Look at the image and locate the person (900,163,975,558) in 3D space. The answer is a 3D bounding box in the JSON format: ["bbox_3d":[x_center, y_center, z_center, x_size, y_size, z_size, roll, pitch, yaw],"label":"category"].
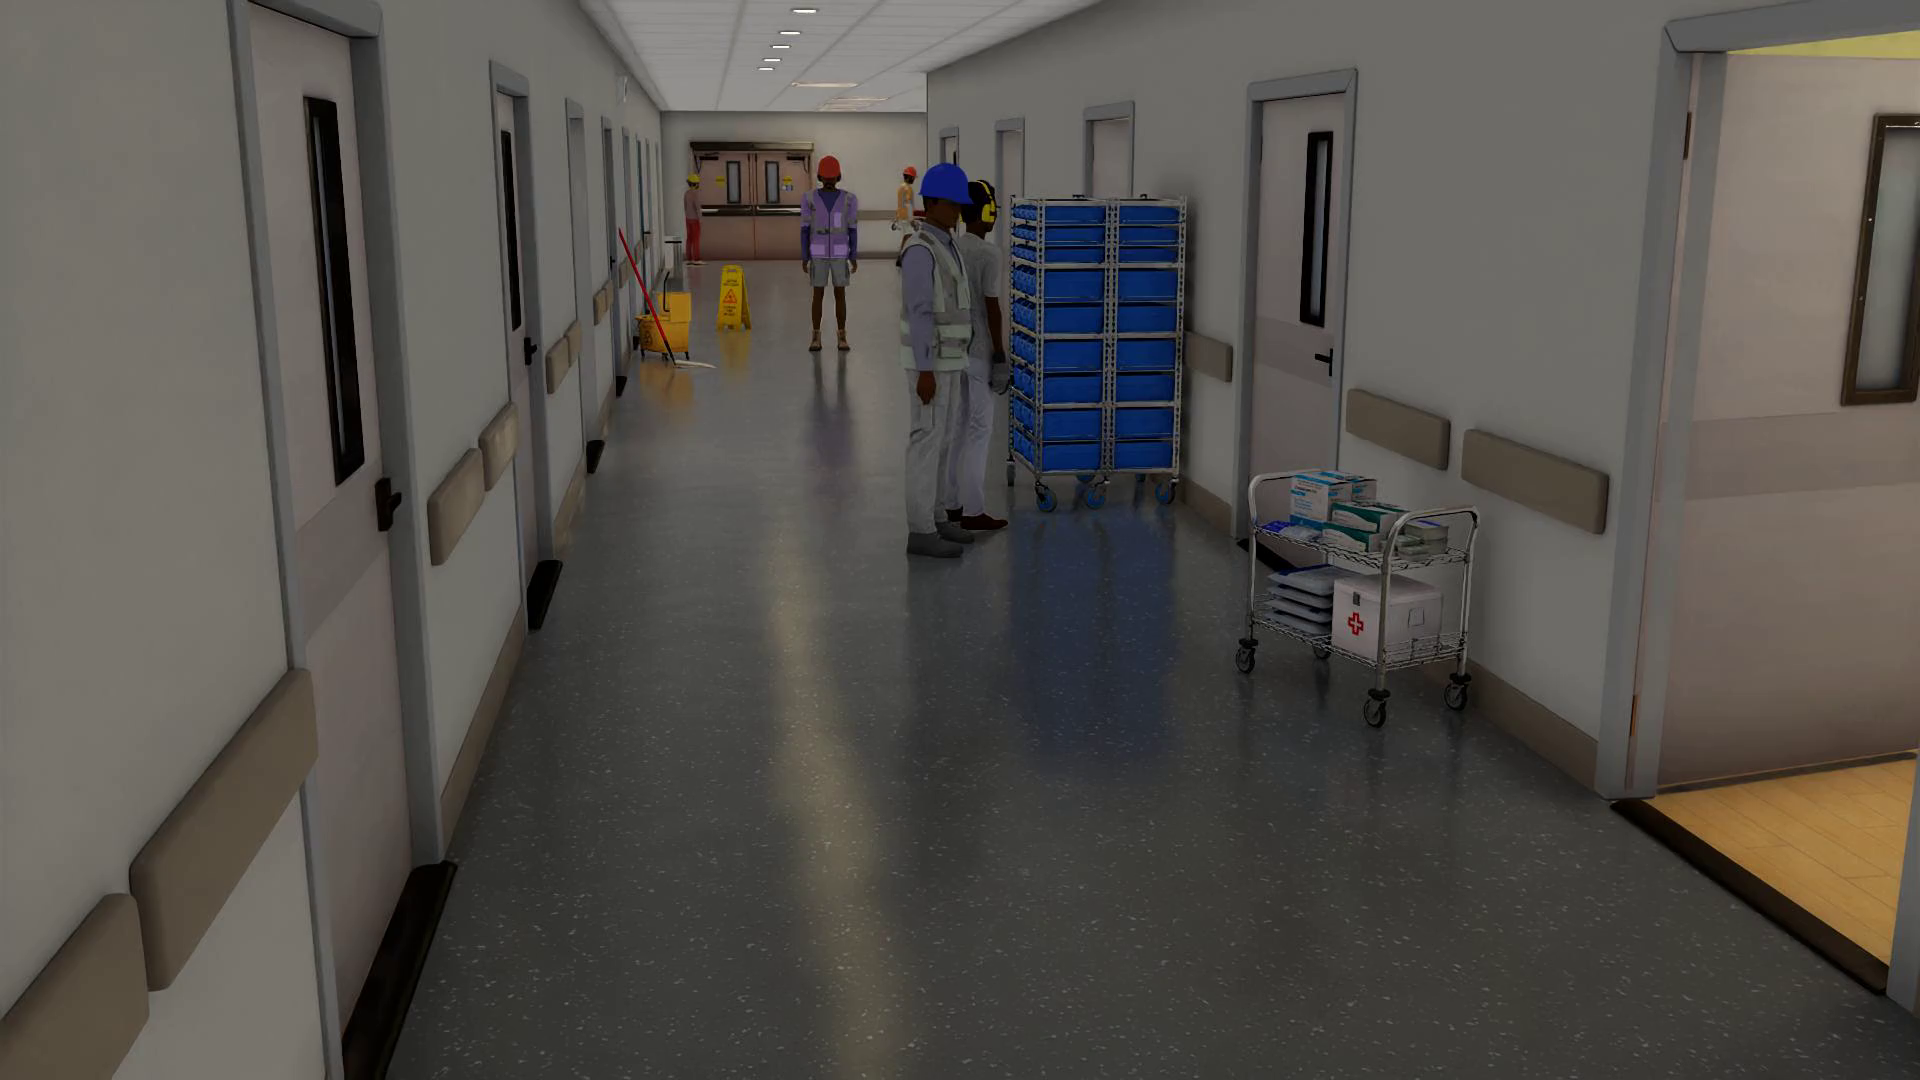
[{"bbox_3d":[-0.110,-0.894,8.336,0.392,1.941,0.618,3,13,13],"label":"person"}]

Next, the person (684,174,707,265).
[{"bbox_3d":[-5.230,-6.296,32.725,0.308,1.769,0.524,-11,17,-40],"label":"person"}]

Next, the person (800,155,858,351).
[{"bbox_3d":[-1.371,-3.007,17.515,0.606,2.037,0.382,-1,13,-6],"label":"person"}]

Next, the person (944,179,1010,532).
[{"bbox_3d":[0.065,-0.976,8.898,0.330,1.862,0.504,-9,15,-34],"label":"person"}]

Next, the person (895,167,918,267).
[{"bbox_3d":[-1.051,-6.140,31.711,0.579,1.913,0.733,-5,14,-20],"label":"person"}]
